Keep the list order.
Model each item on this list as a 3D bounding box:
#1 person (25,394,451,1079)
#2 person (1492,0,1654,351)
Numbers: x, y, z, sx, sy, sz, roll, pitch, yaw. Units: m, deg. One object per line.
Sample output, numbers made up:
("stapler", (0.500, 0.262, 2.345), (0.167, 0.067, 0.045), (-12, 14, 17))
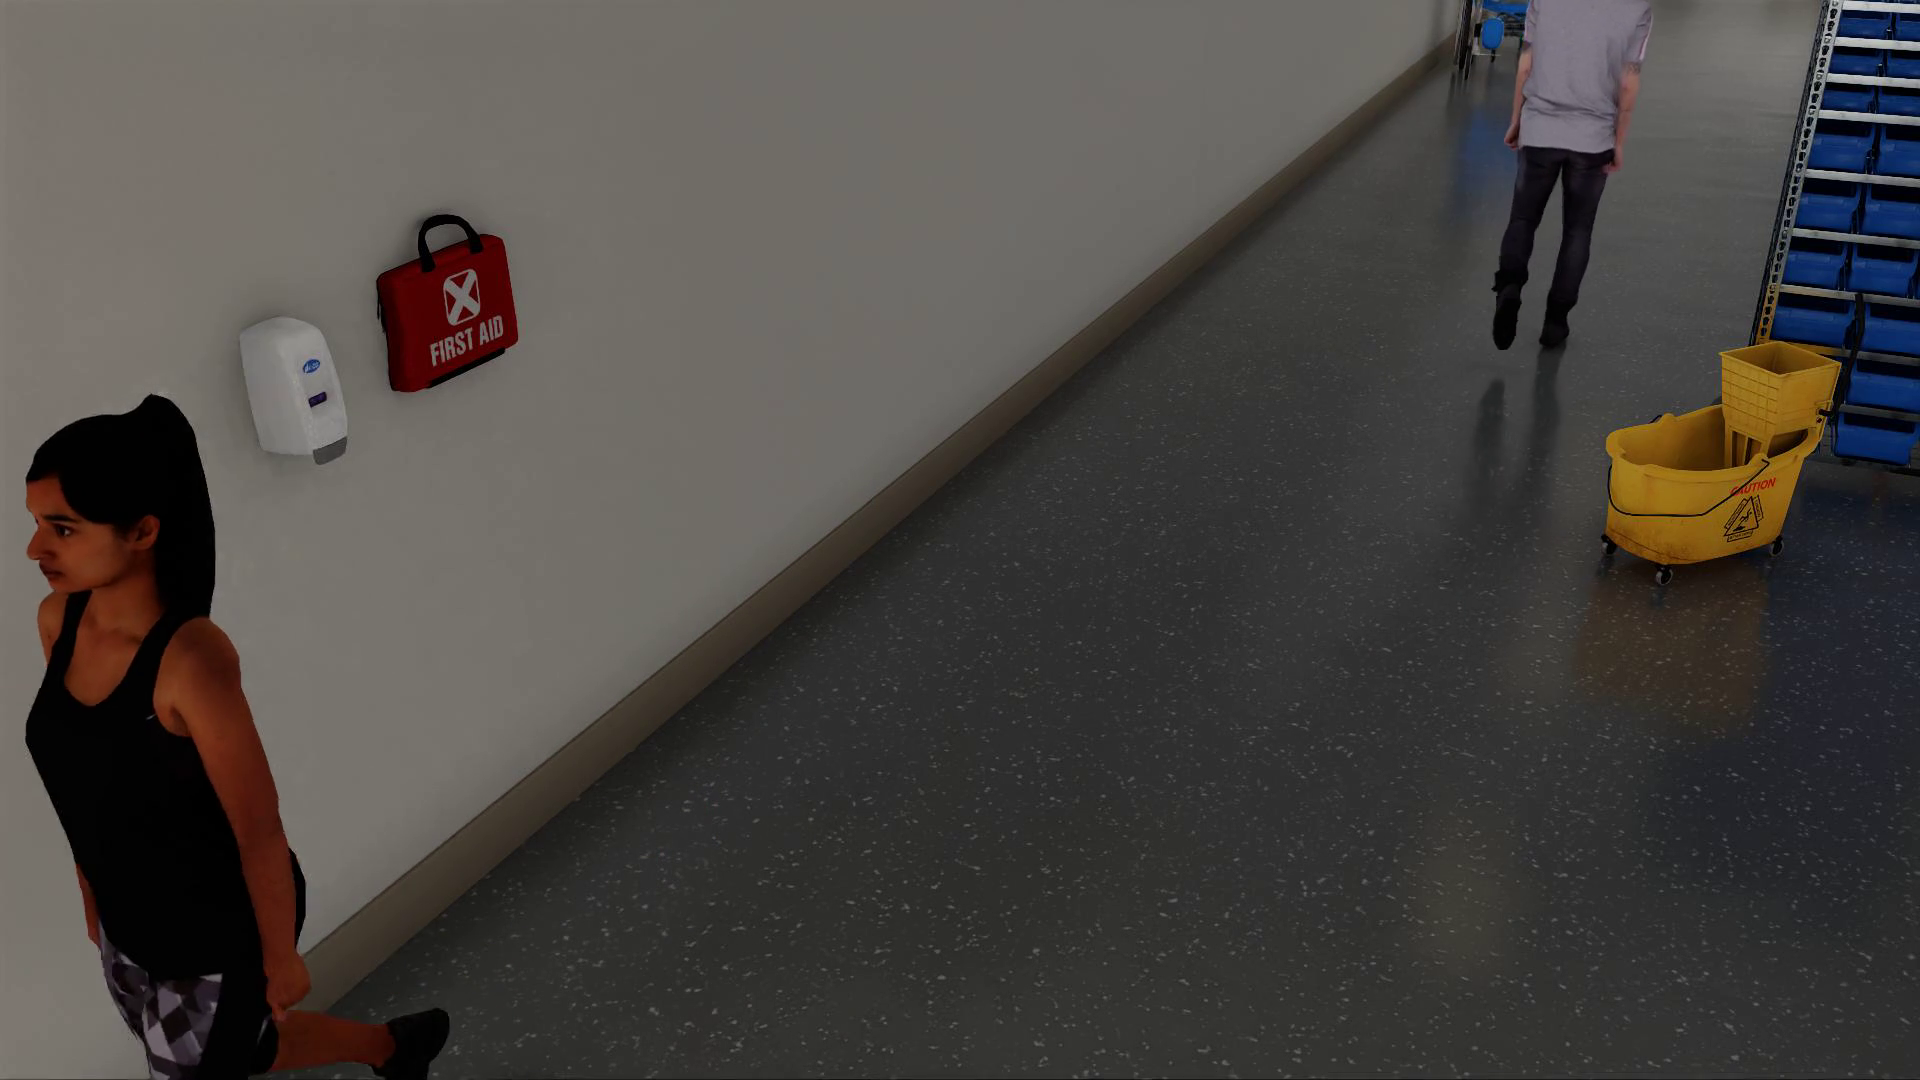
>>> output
("person", (-1.149, 0.549, 2.628), (0.912, 1.644, 0.749), (16, 30, 30))
("person", (2.529, -1.657, 7.012), (0.890, 1.810, 0.744), (13, 29, 25))
